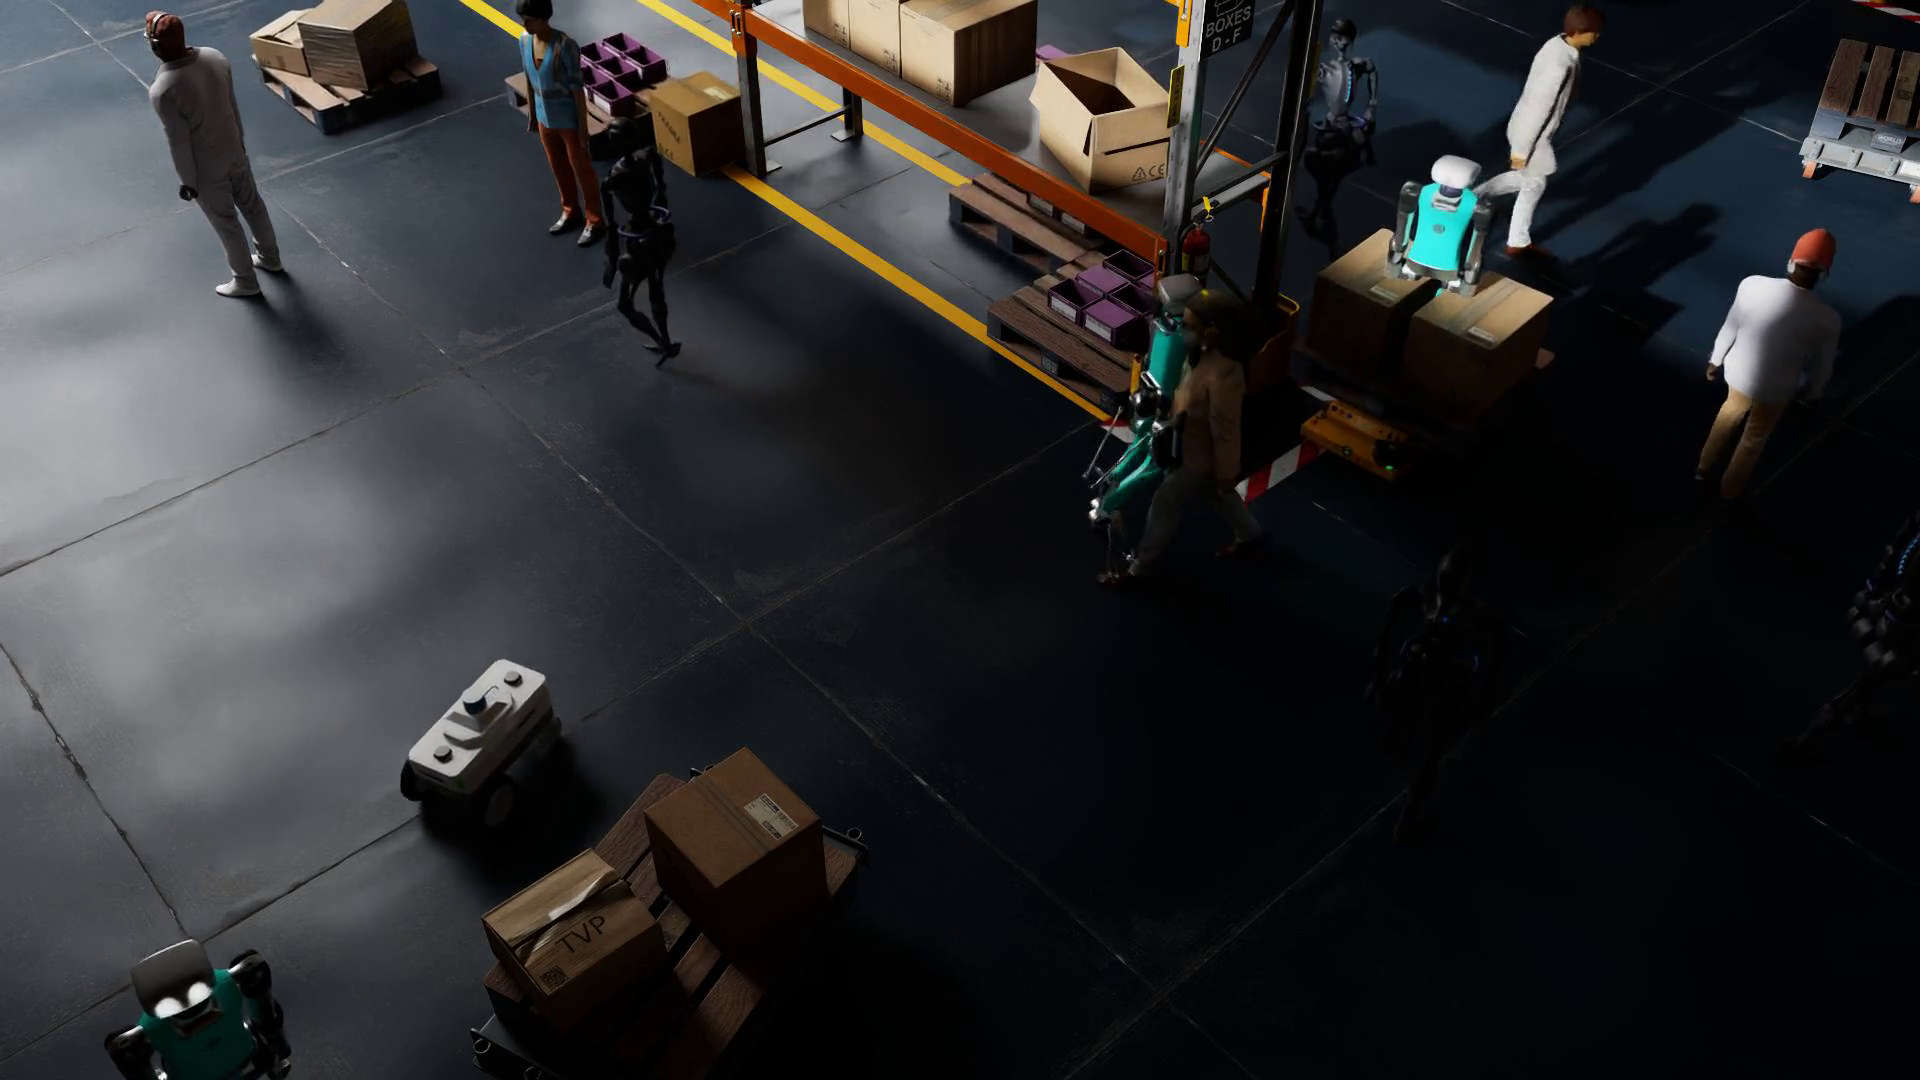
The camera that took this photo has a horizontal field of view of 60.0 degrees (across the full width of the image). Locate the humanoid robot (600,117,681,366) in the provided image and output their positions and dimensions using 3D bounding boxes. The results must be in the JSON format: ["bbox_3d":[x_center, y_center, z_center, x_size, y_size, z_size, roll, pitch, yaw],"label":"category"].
[{"bbox_3d":[-1.877,-1.782,9.992,0.422,1.641,0.589,21,46,21],"label":"humanoid robot"}]

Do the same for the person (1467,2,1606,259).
[{"bbox_3d":[3.694,-2.693,10.899,0.646,1.800,0.532,14,44,15],"label":"person"}]

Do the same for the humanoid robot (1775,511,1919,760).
[{"bbox_3d":[4.319,0.401,7.628,0.679,1.635,0.594,-2,43,-2],"label":"humanoid robot"}]

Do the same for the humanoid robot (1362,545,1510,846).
[{"bbox_3d":[2.128,0.626,7.382,0.604,1.643,0.580,19,46,20],"label":"humanoid robot"}]

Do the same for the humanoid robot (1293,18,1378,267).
[{"bbox_3d":[2.467,-2.599,10.932,0.614,1.610,0.818,-11,44,-12],"label":"humanoid robot"}]

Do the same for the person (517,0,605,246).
[{"bbox_3d":[-2.663,-2.803,11.045,0.498,1.759,0.332,21,47,21],"label":"person"}]

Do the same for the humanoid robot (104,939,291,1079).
[{"bbox_3d":[-2.744,1.864,6.020,0.882,1.779,0.552,34,52,31],"label":"humanoid robot"}]

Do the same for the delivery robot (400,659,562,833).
[{"bbox_3d":[-2.258,0.945,7.854,0.499,0.592,0.774,18,46,19],"label":"delivery robot"}]

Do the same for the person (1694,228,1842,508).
[{"bbox_3d":[4.381,-0.908,8.995,0.425,1.732,0.599,-31,51,-29],"label":"person"}]

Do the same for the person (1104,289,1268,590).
[{"bbox_3d":[1.253,-0.517,8.503,0.934,1.828,0.531,-5,43,-5],"label":"person"}]

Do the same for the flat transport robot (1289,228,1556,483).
[{"bbox_3d":[2.741,-0.885,10.057,0.659,0.231,1.431,32,52,30],"label":"flat transport robot"}]

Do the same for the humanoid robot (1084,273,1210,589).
[{"bbox_3d":[0.848,-0.510,8.579,0.807,1.794,0.562,-13,44,-14],"label":"humanoid robot"}]

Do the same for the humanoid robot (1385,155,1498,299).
[{"bbox_3d":[2.752,-1.500,9.642,0.539,1.789,0.687,18,46,19],"label":"humanoid robot"}]

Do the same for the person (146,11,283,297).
[{"bbox_3d":[-4.759,-2.424,10.522,0.405,1.910,0.638,12,44,13],"label":"person"}]
